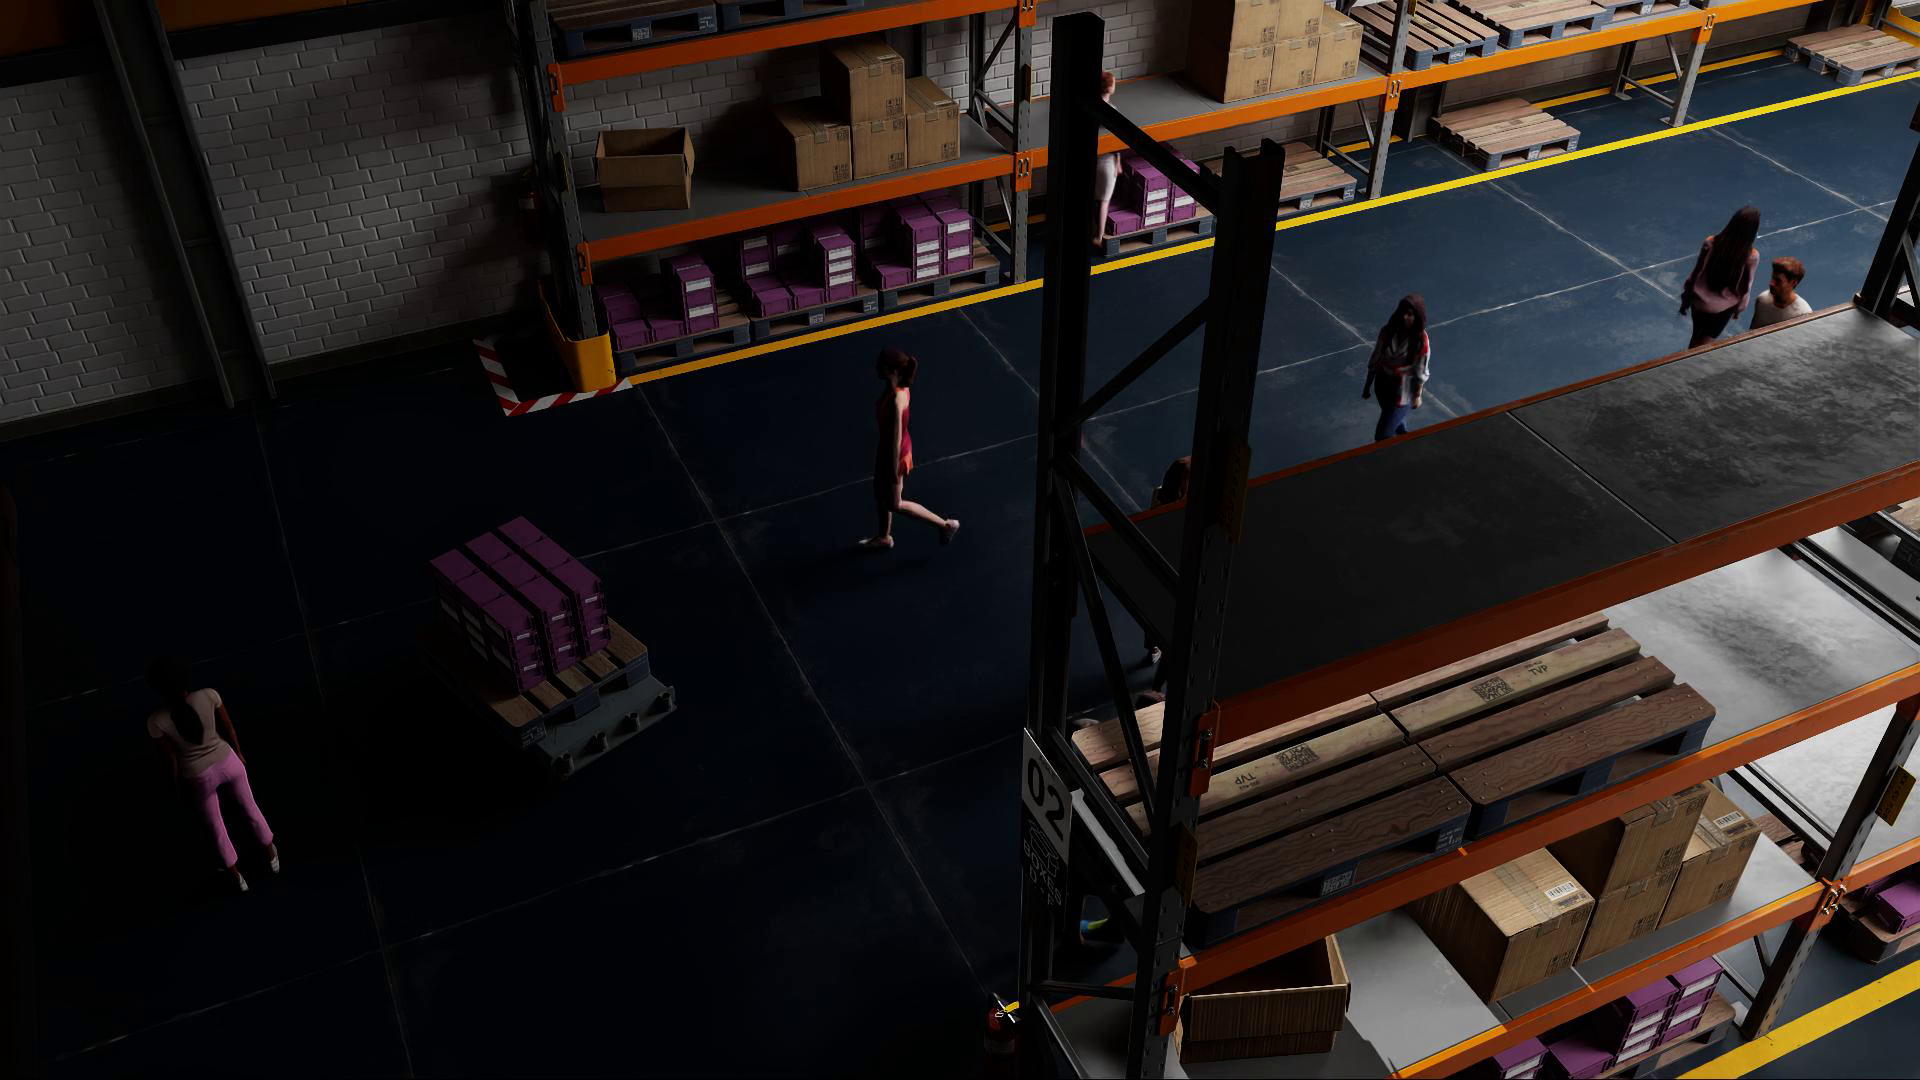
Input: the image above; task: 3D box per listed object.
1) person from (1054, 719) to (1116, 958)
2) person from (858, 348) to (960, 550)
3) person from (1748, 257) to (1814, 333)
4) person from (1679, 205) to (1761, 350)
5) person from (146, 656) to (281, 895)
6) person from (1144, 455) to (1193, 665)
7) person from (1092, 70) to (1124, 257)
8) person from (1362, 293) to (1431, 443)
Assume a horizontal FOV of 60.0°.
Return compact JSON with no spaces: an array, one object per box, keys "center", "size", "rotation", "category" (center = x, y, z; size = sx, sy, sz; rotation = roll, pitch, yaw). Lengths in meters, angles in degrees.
[{"center":[0.659,1.606,9.037],"size":[0.610,1.746,0.638],"rotation":[-10,40,-12],"category":"person"},{"center":[-0.387,-0.596,11.806],"size":[1.055,1.731,0.821],"rotation":[0,39,0],"category":"person"},{"center":[6.149,-1.282,12.572],"size":[1.253,1.848,0.806],"rotation":[-25,45,-28],"category":"person"},{"center":[5.936,-1.772,13.247],"size":[0.844,1.771,1.062],"rotation":[30,47,32],"category":"person"},{"center":[-4.241,1.318,9.400],"size":[0.557,1.744,0.700],"rotation":[-31,48,-33],"category":"person"},{"center":[1.403,0.169,10.855],"size":[0.620,1.722,0.677],"rotation":[-26,46,-29],"category":"person"},{"center":[1.284,-3.493,15.385],"size":[0.541,1.792,0.592],"rotation":[-24,45,-27],"category":"person"},{"center":[3.352,-1.173,12.655],"size":[0.857,1.572,1.177],"rotation":[32,48,33],"category":"person"}]
